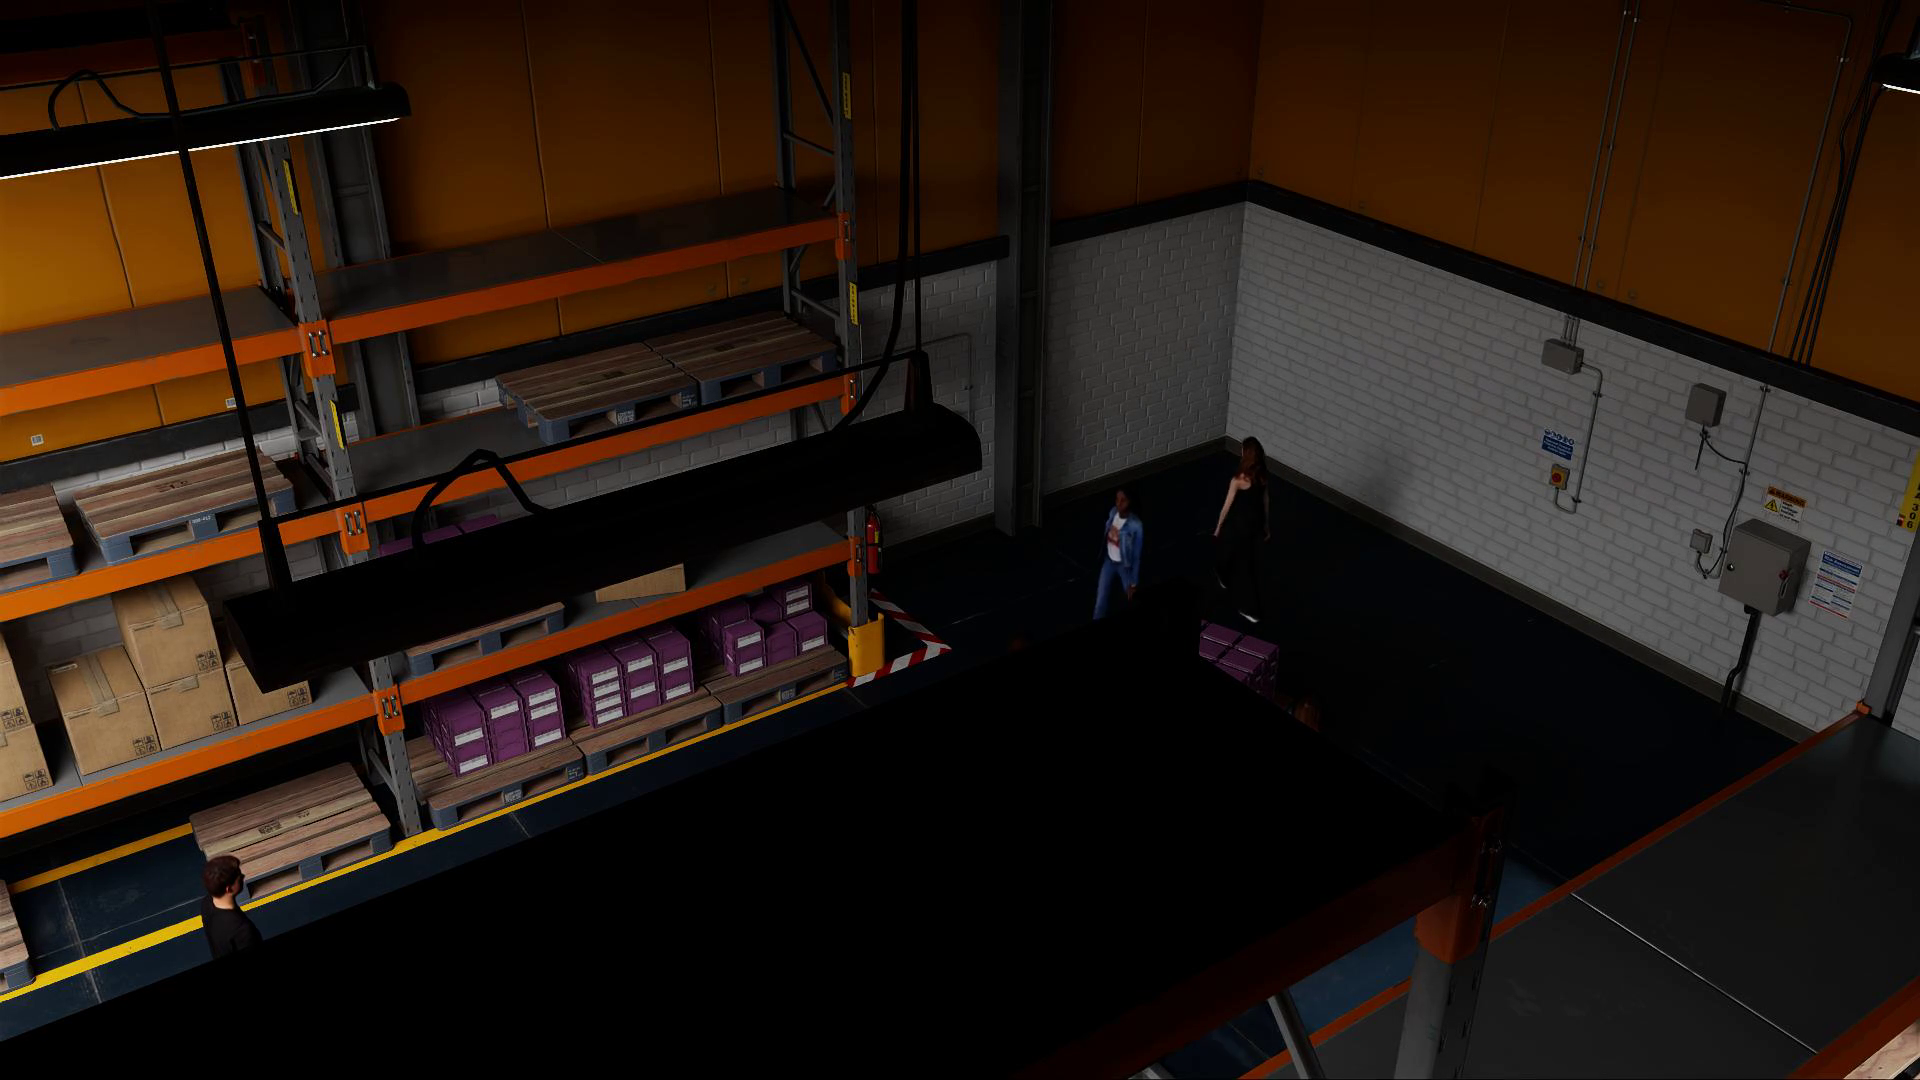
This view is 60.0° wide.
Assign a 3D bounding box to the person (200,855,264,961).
[{"bbox_3d":[-4.248,2.643,9.847,0.707,1.858,0.653,22,36,35],"label":"person"}]

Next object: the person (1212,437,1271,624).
[{"bbox_3d":[2.636,-0.057,14.958,1.049,1.703,0.763,-14,31,-23],"label":"person"}]

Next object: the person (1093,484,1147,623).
[{"bbox_3d":[1.479,0.286,14.366,1.194,1.669,0.667,-21,35,-33],"label":"person"}]
